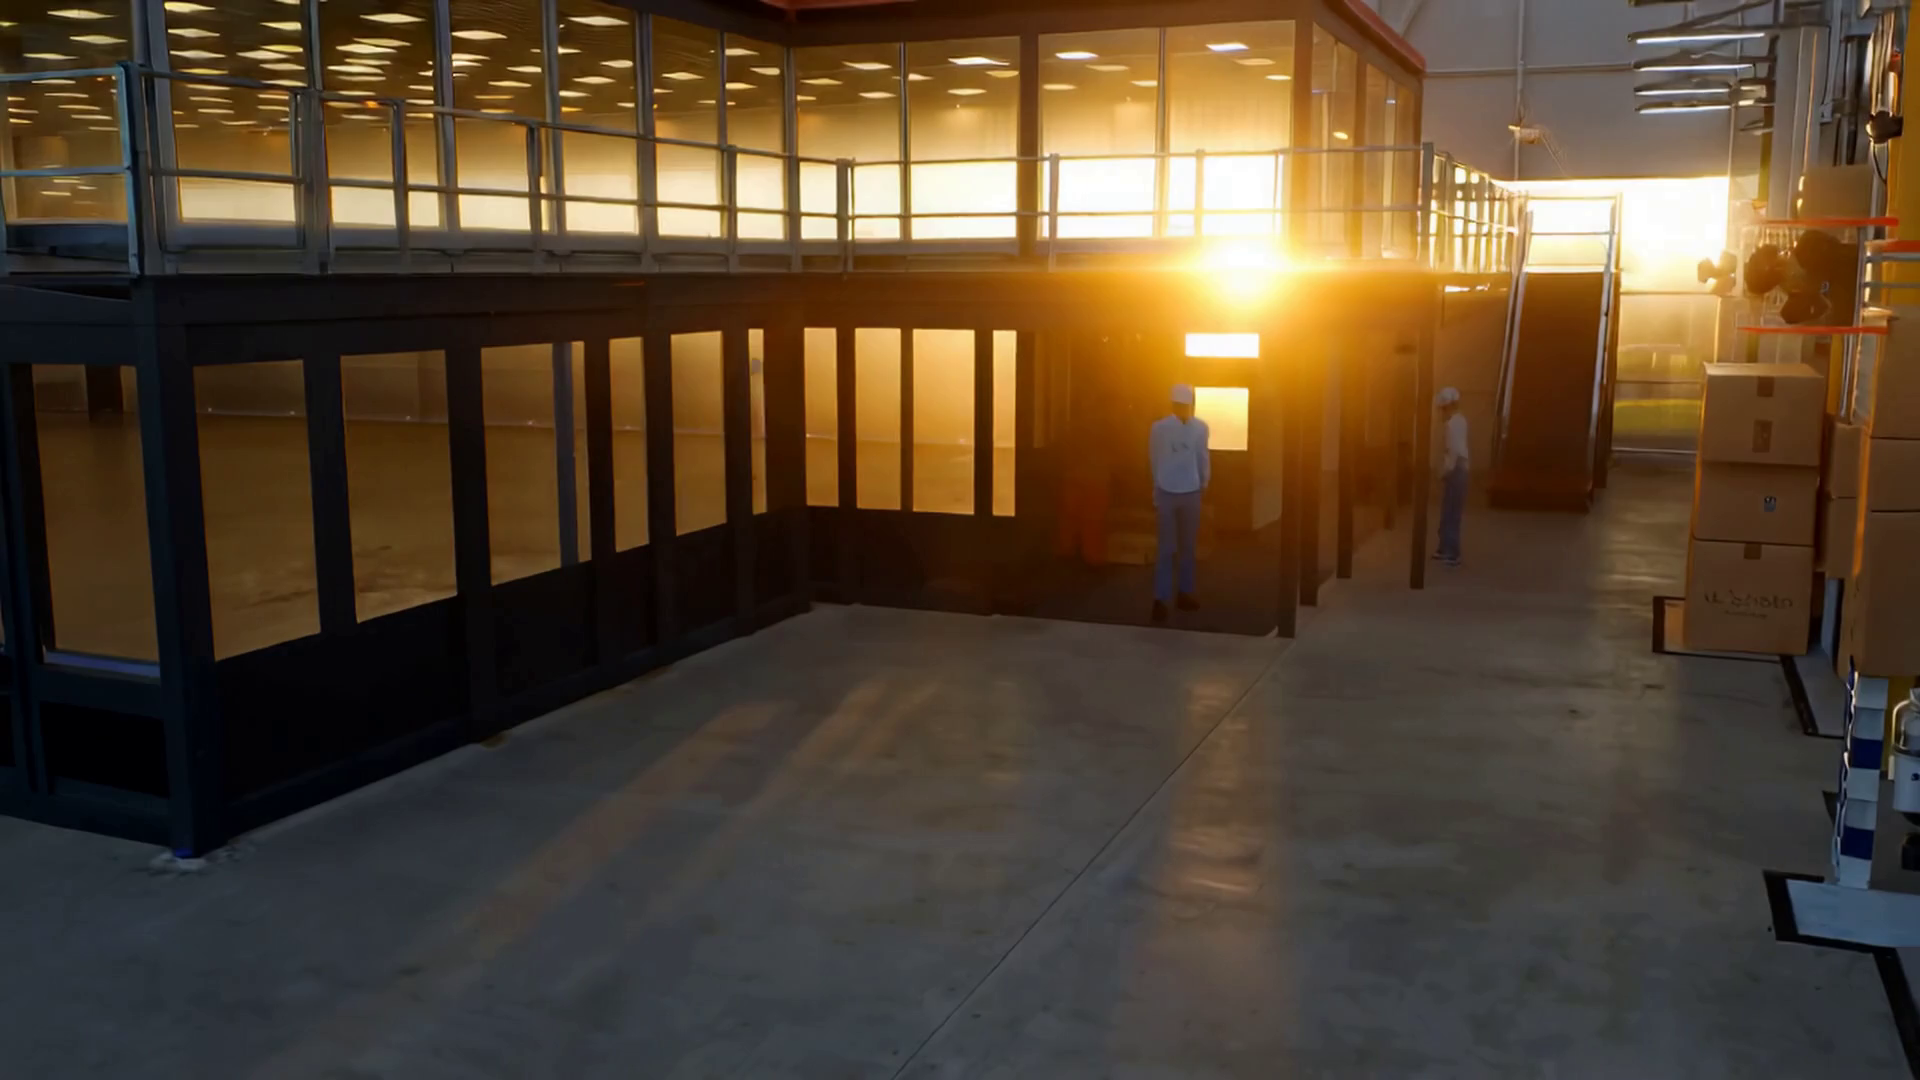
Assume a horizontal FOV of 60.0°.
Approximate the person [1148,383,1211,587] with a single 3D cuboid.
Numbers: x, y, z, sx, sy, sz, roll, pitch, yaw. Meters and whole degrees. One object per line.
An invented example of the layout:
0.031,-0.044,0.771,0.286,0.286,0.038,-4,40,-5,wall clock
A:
2.127,-0.527,16.083,0.615,1.988,0.400,-2,9,-9,person
